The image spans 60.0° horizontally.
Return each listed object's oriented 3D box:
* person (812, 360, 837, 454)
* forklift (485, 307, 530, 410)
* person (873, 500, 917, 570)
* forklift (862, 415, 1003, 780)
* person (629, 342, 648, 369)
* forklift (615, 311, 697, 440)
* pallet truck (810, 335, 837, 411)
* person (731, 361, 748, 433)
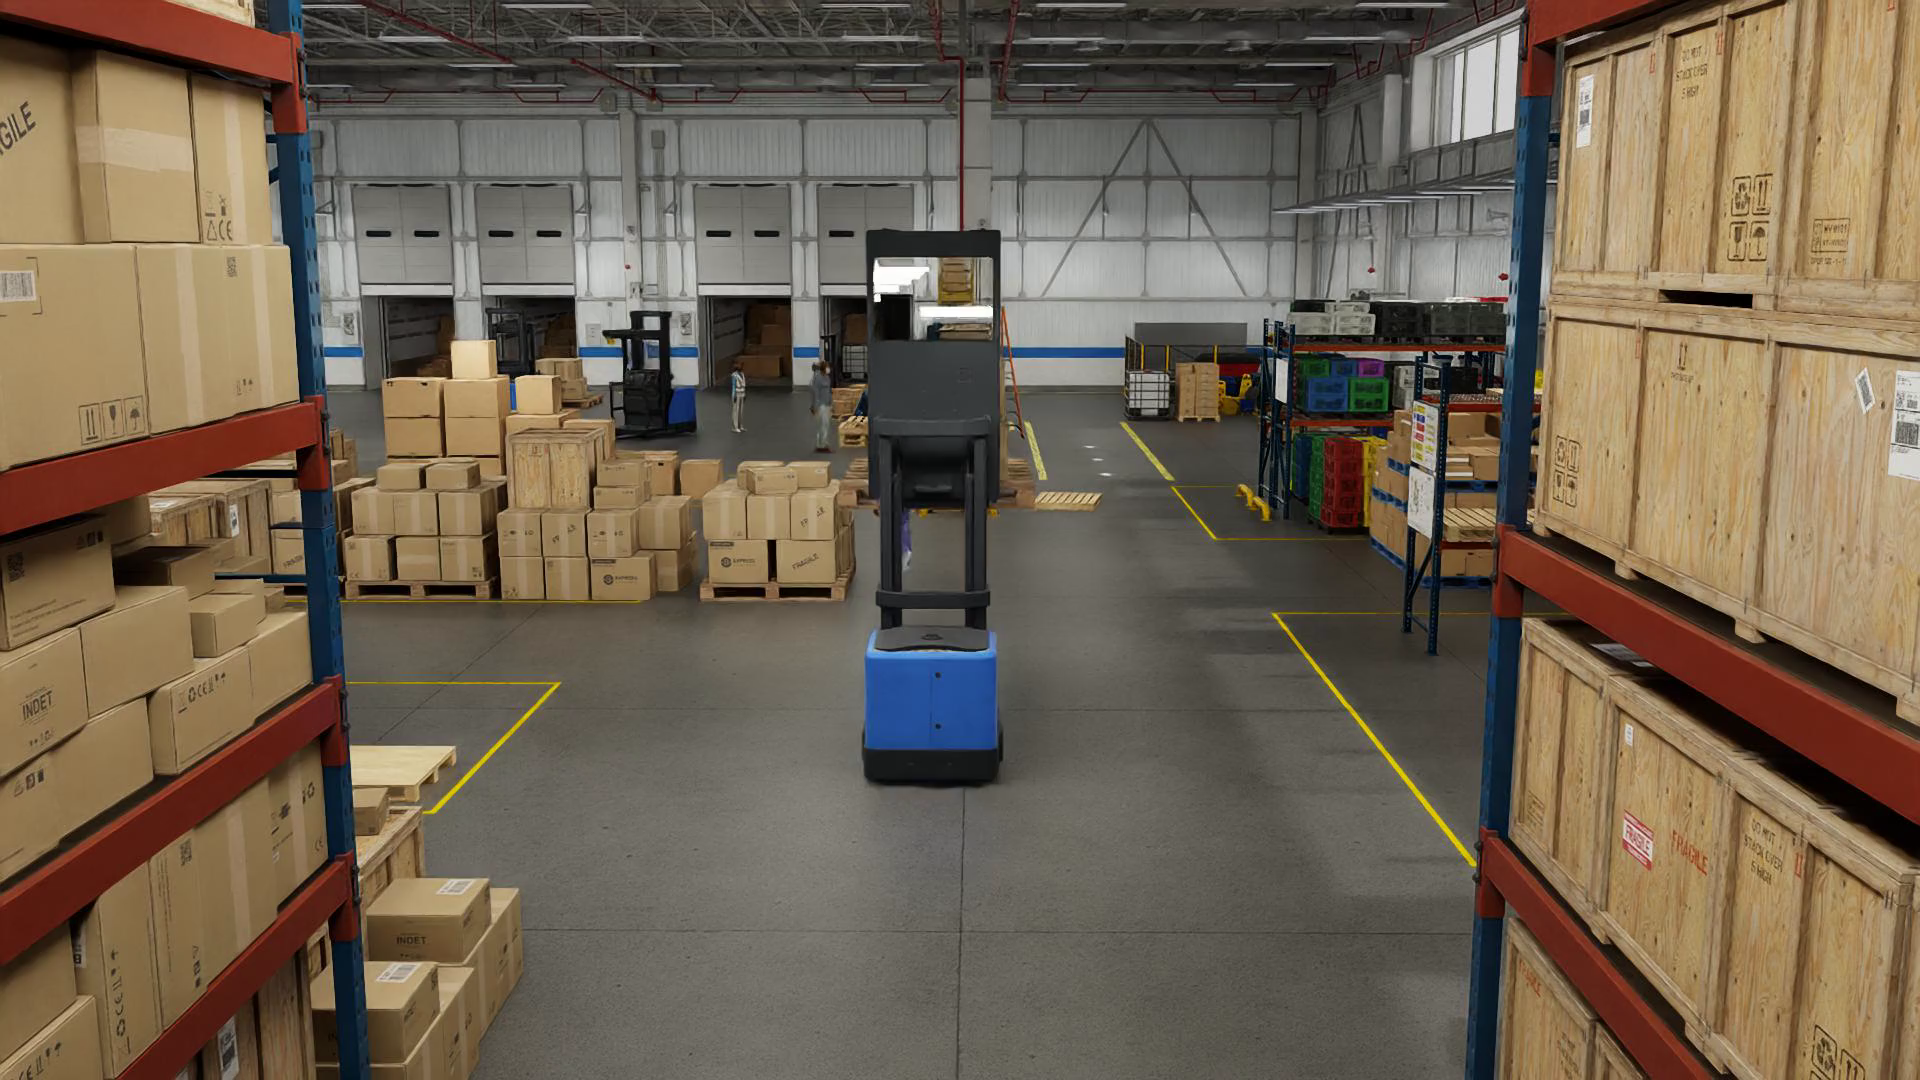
[{"bbox_3d":[-2.722,-2.724,34.184,0.701,1.917,0.661,3,10,19],"label":"person"},{"bbox_3d":[-10.754,-4.150,39.646,1.129,2.768,1.873,0,10,1],"label":"forklift"},{"bbox_3d":[-0.787,-0.512,21.500,0.669,1.891,0.552,-7,12,-35],"label":"person"},{"bbox_3d":[-0.217,0.374,13.542,1.129,2.768,1.873,0,10,1],"label":"forklift"},{"bbox_3d":[-9.160,-5.015,47.390,0.548,1.929,0.388,1,10,5],"label":"person"},{"bbox_3d":[-6.885,-3.733,37.240,1.129,2.768,1.873,5,11,29],"label":"forklift"},{"bbox_3d":[-3.021,-4.312,43.126,1.885,1.965,0.823,3,10,17],"label":"pallet truck"},{"bbox_3d":[-5.097,-3.298,38.317,0.308,1.635,0.524,3,10,18],"label":"person"}]
